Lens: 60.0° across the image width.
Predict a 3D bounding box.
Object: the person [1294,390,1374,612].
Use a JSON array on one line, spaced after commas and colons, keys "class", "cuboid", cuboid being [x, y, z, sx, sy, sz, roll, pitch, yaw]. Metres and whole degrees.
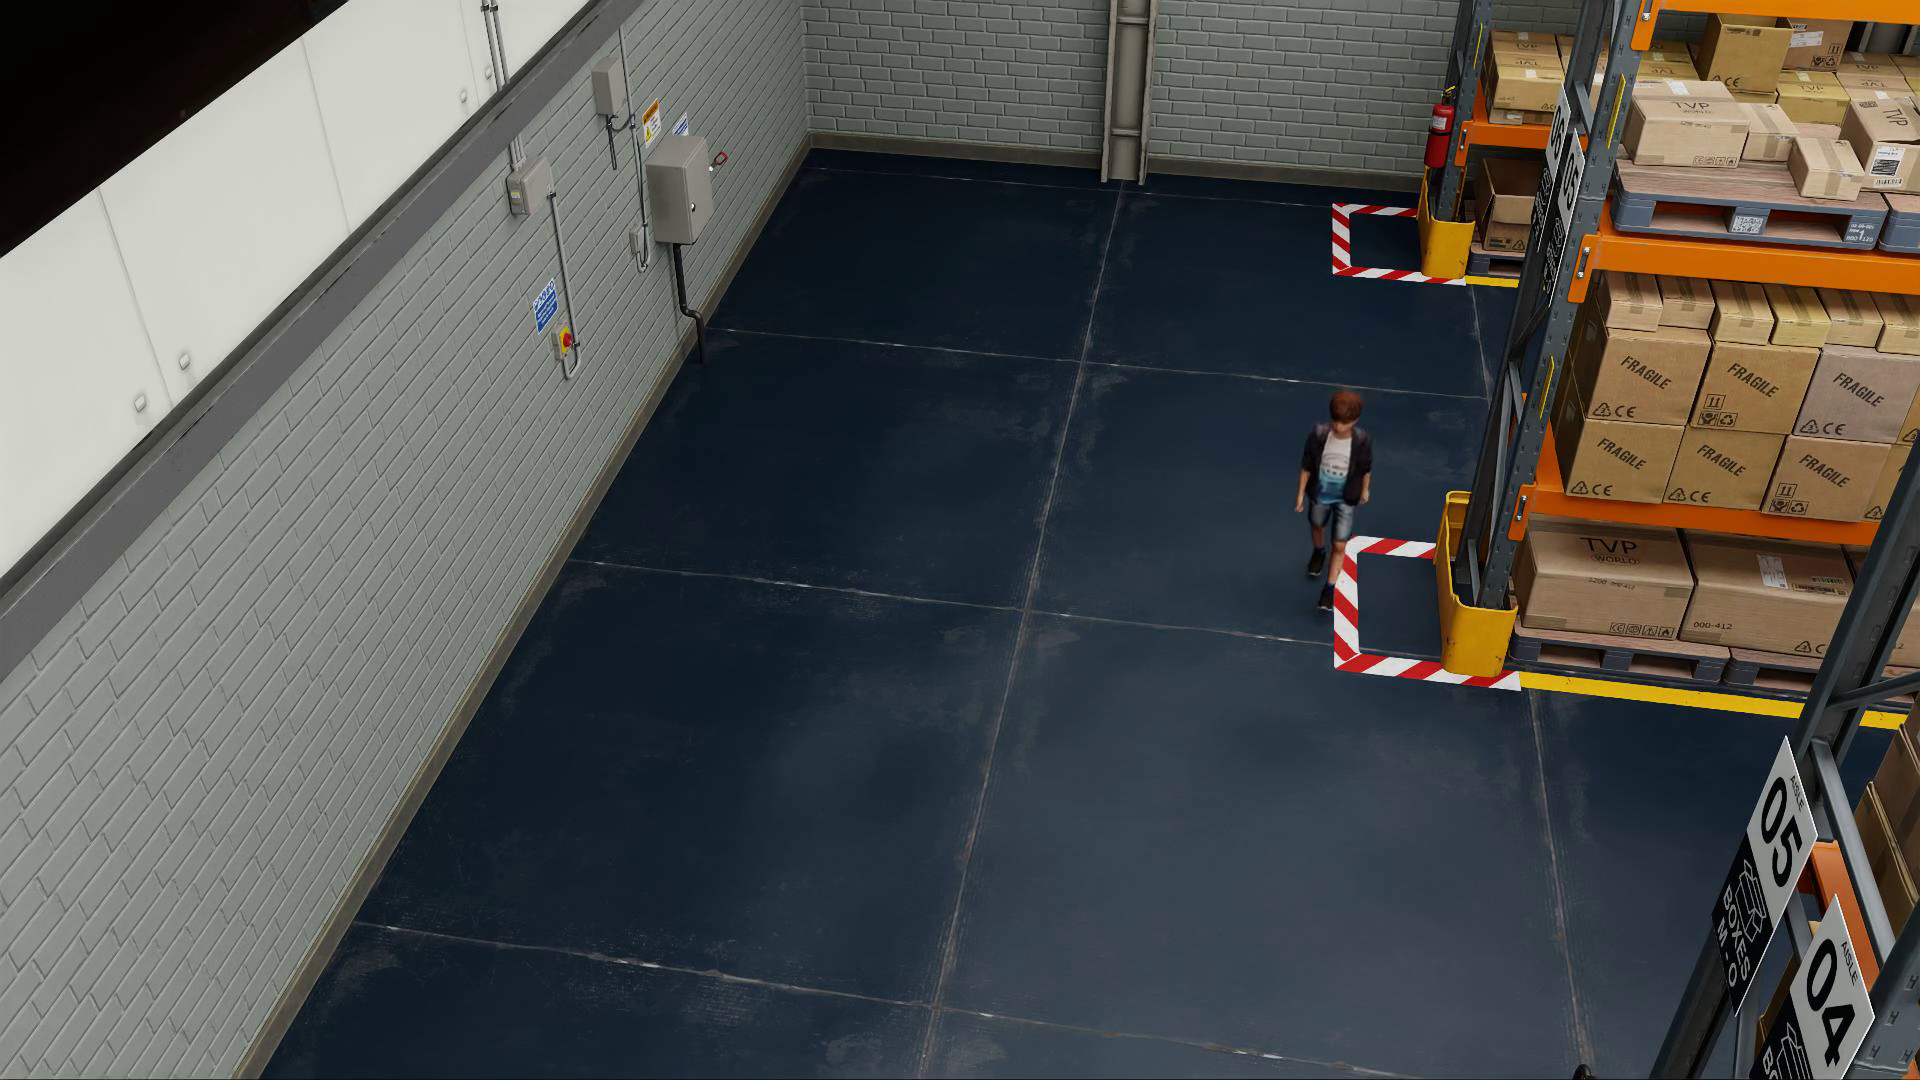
[{"class": "person", "cuboid": [2.283, -0.327, 10.089, 0.885, 1.416, 0.728, 12, 39, 16]}]
